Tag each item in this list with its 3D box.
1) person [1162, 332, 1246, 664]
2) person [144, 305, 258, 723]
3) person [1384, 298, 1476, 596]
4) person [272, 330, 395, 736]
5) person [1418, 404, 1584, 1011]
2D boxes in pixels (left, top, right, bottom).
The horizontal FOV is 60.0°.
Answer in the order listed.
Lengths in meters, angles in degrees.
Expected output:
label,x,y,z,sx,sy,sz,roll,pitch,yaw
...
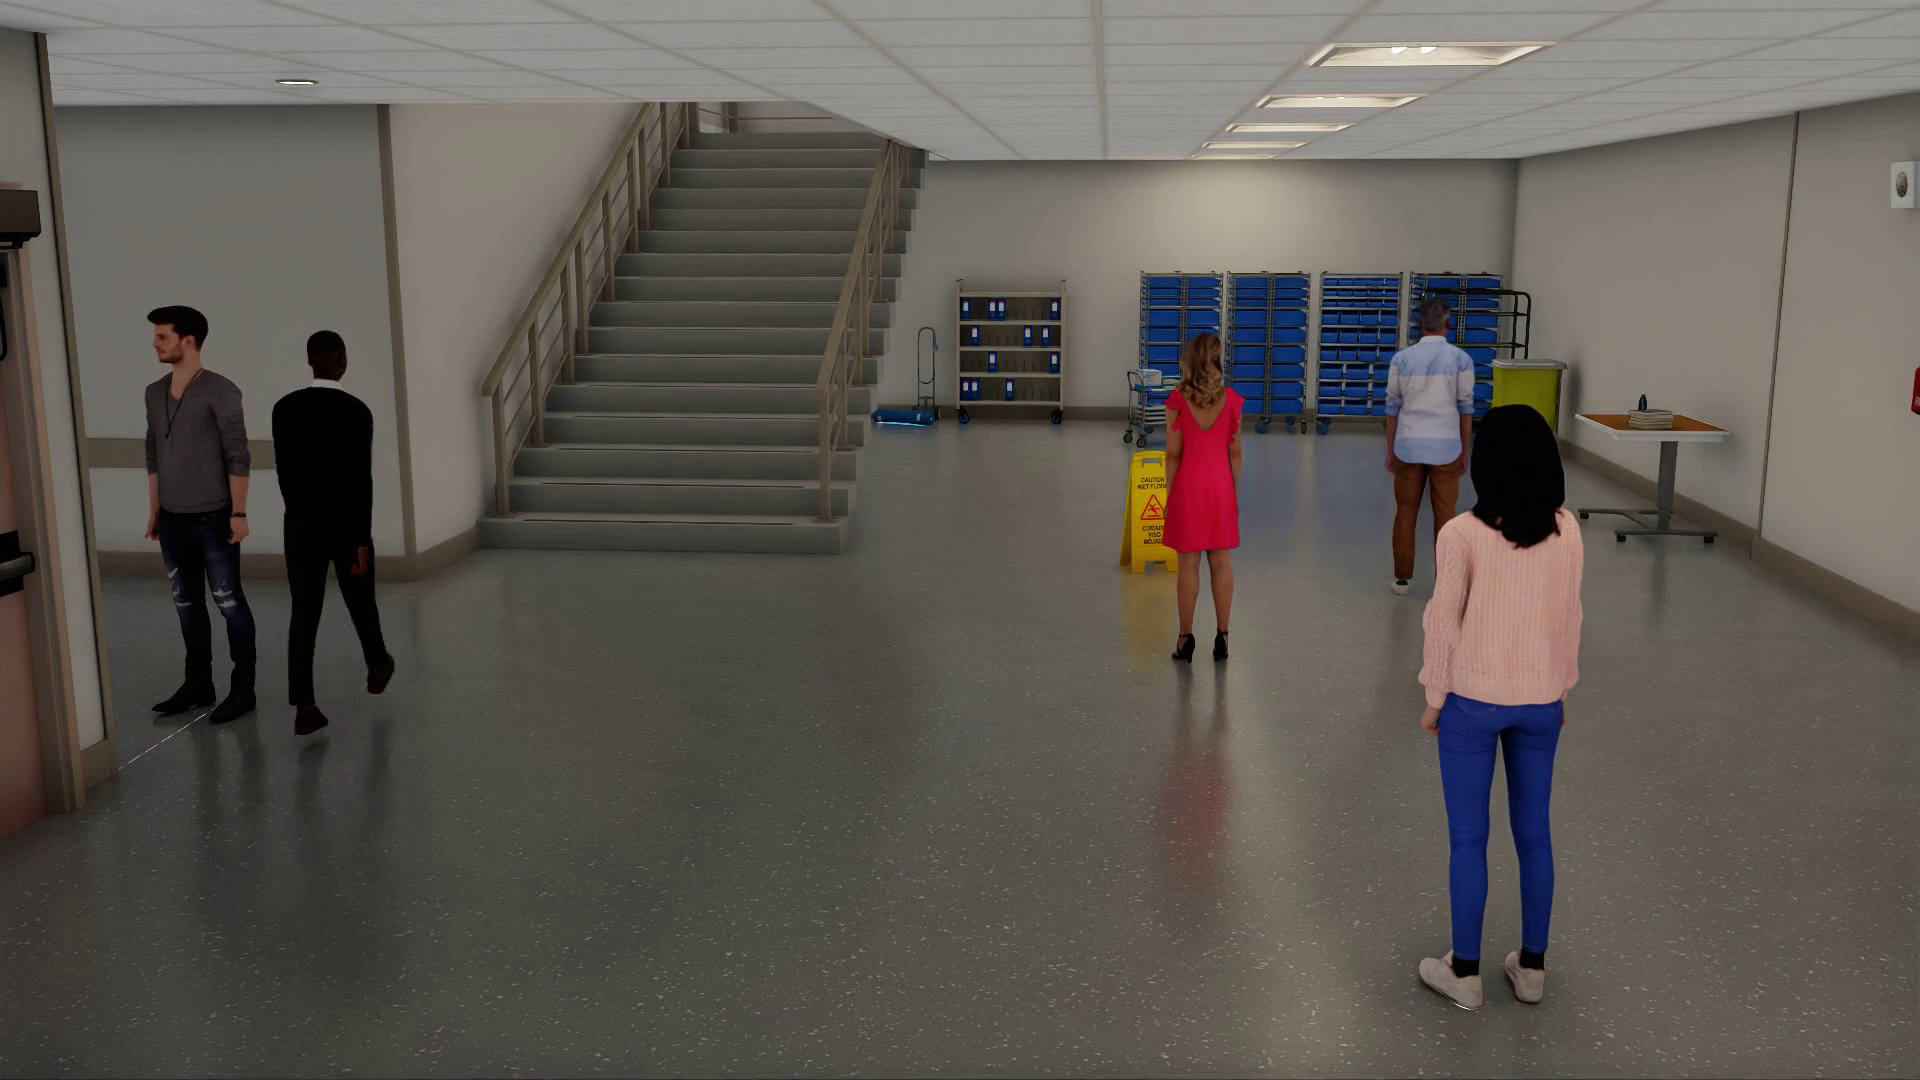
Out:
label,x,y,z,sx,sy,sz,roll,pitch,yaw
person,1.264,-0.228,8.678,0.584,1.728,0.559,0,11,-1
person,-3.507,-0.129,7.684,0.758,1.903,0.666,4,11,19
person,2.875,-0.568,10.213,0.746,1.824,0.664,4,12,21
person,-2.861,0.003,7.389,0.761,1.754,1.248,-1,11,-4
person,1.566,0.484,4.811,0.679,1.769,0.608,-1,11,-6
